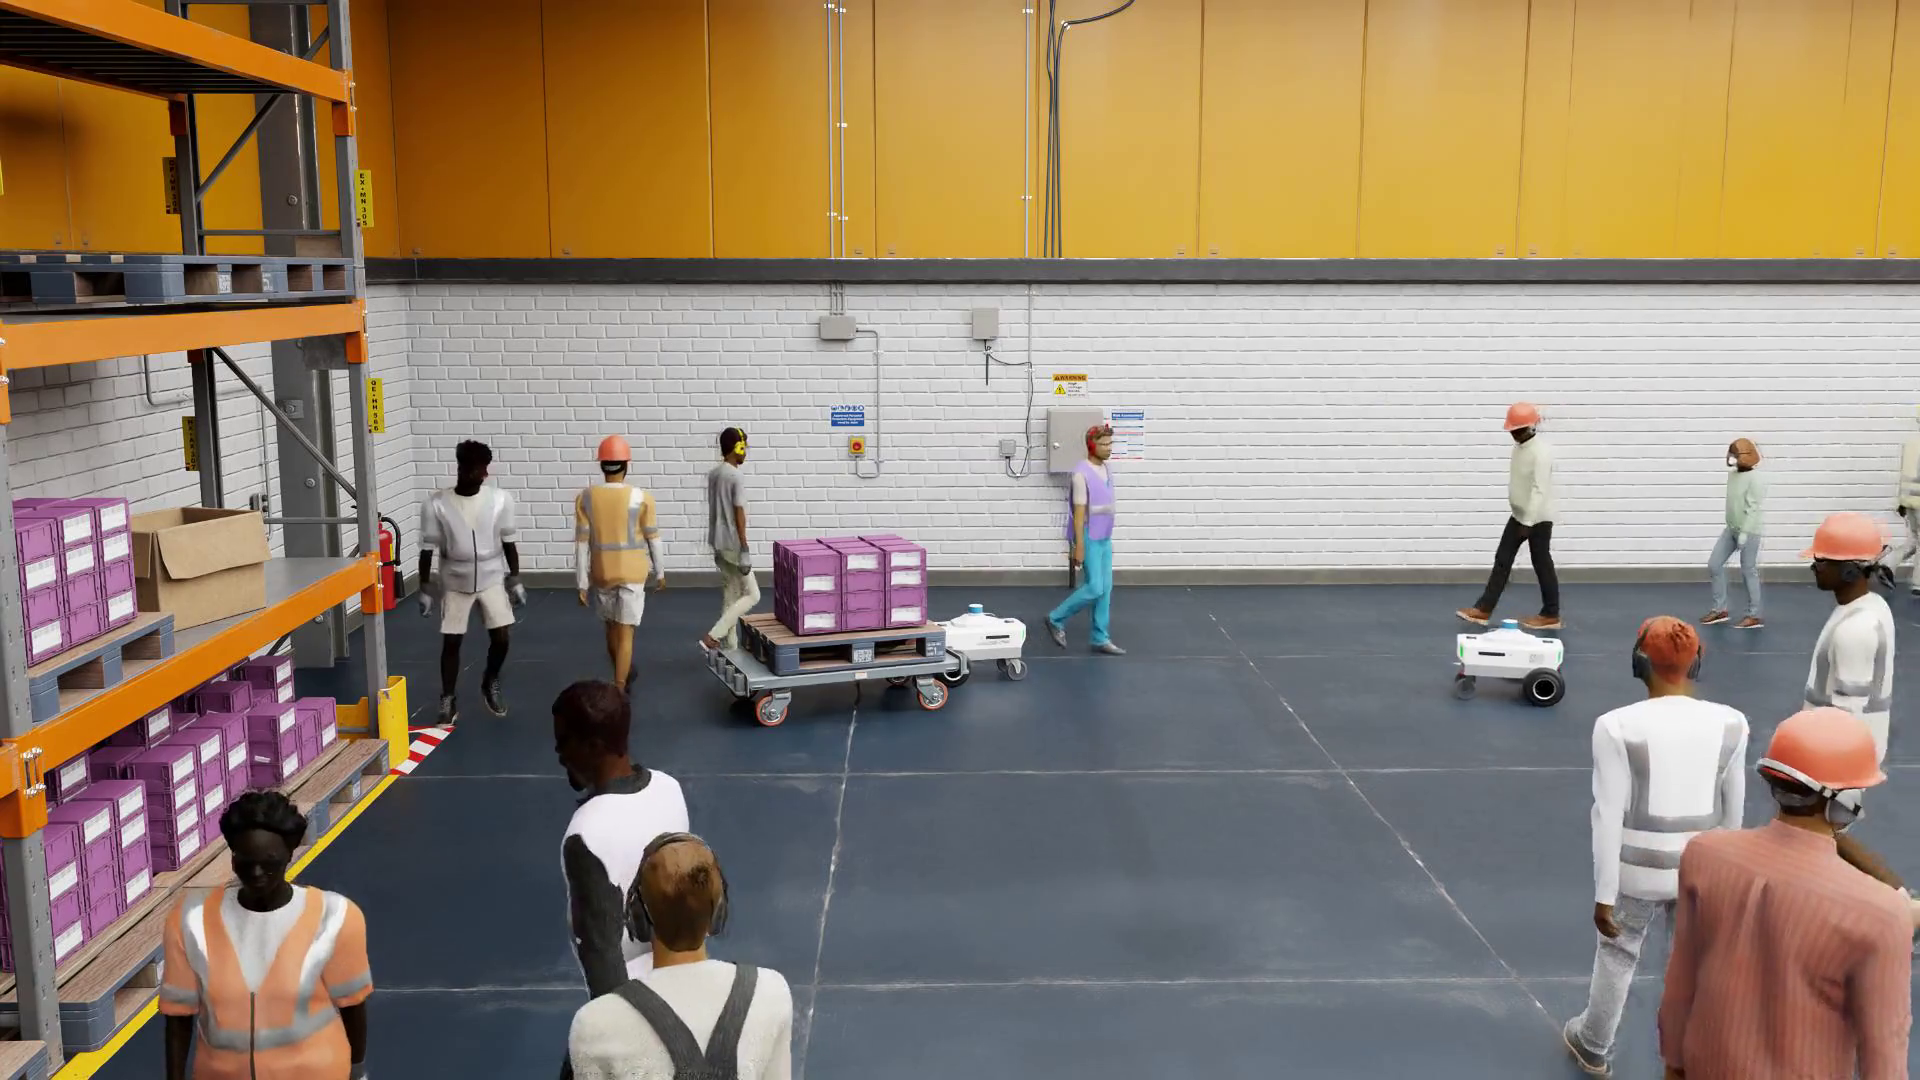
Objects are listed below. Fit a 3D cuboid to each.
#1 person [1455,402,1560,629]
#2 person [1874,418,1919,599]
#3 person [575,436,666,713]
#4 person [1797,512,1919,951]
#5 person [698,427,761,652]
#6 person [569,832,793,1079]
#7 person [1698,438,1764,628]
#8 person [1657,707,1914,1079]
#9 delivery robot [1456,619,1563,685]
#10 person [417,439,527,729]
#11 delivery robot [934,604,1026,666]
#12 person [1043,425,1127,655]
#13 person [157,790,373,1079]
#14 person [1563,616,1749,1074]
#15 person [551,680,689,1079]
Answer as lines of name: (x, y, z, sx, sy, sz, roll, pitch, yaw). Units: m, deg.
person: (4.645, -0.187, 13.900, 0.963, 1.928, 0.684, -1, 9, -6)
person: (8.830, -0.352, 15.270, 0.492, 1.816, 0.606, 0, 9, 1)
person: (-2.321, 0.225, 11.482, 0.559, 1.888, 0.948, 1, 9, 6)
person: (3.771, 0.890, 7.011, 0.627, 2.029, 0.634, 6, 11, 32)
person: (-1.744, 0.075, 12.571, 0.494, 1.839, 0.600, -6, 11, -34)
person: (-0.613, 1.533, 3.675, 0.534, 1.828, 0.418, -6, 11, -31)
person: (6.536, -0.048, 14.032, 0.586, 1.614, 0.512, -1, 9, -8)
person: (1.985, 1.391, 4.163, 0.895, 1.966, 0.631, -5, 10, -27)
delivery robot: (3.873, 0.805, 11.746, 0.707, 0.478, 0.477, 2, 9, 15)
person: (-3.233, 0.288, 11.016, 0.714, 1.930, 0.502, -4, 10, -25)
delivery robot: (0.118, 0.718, 12.282, 0.707, 0.478, 0.477, -2, 9, -15)
person: (1.016, 0.002, 13.075, 0.564, 1.829, 0.565, 5, 10, 28)
person: (-1.891, 1.459, 4.622, 0.530, 1.664, 0.823, -1, 9, -6)
person: (2.486, 1.176, 5.888, 0.590, 1.826, 1.018, 0, 9, -1)
person: (-1.063, 1.316, 4.866, 0.964, 1.865, 0.629, 3, 10, 17)
